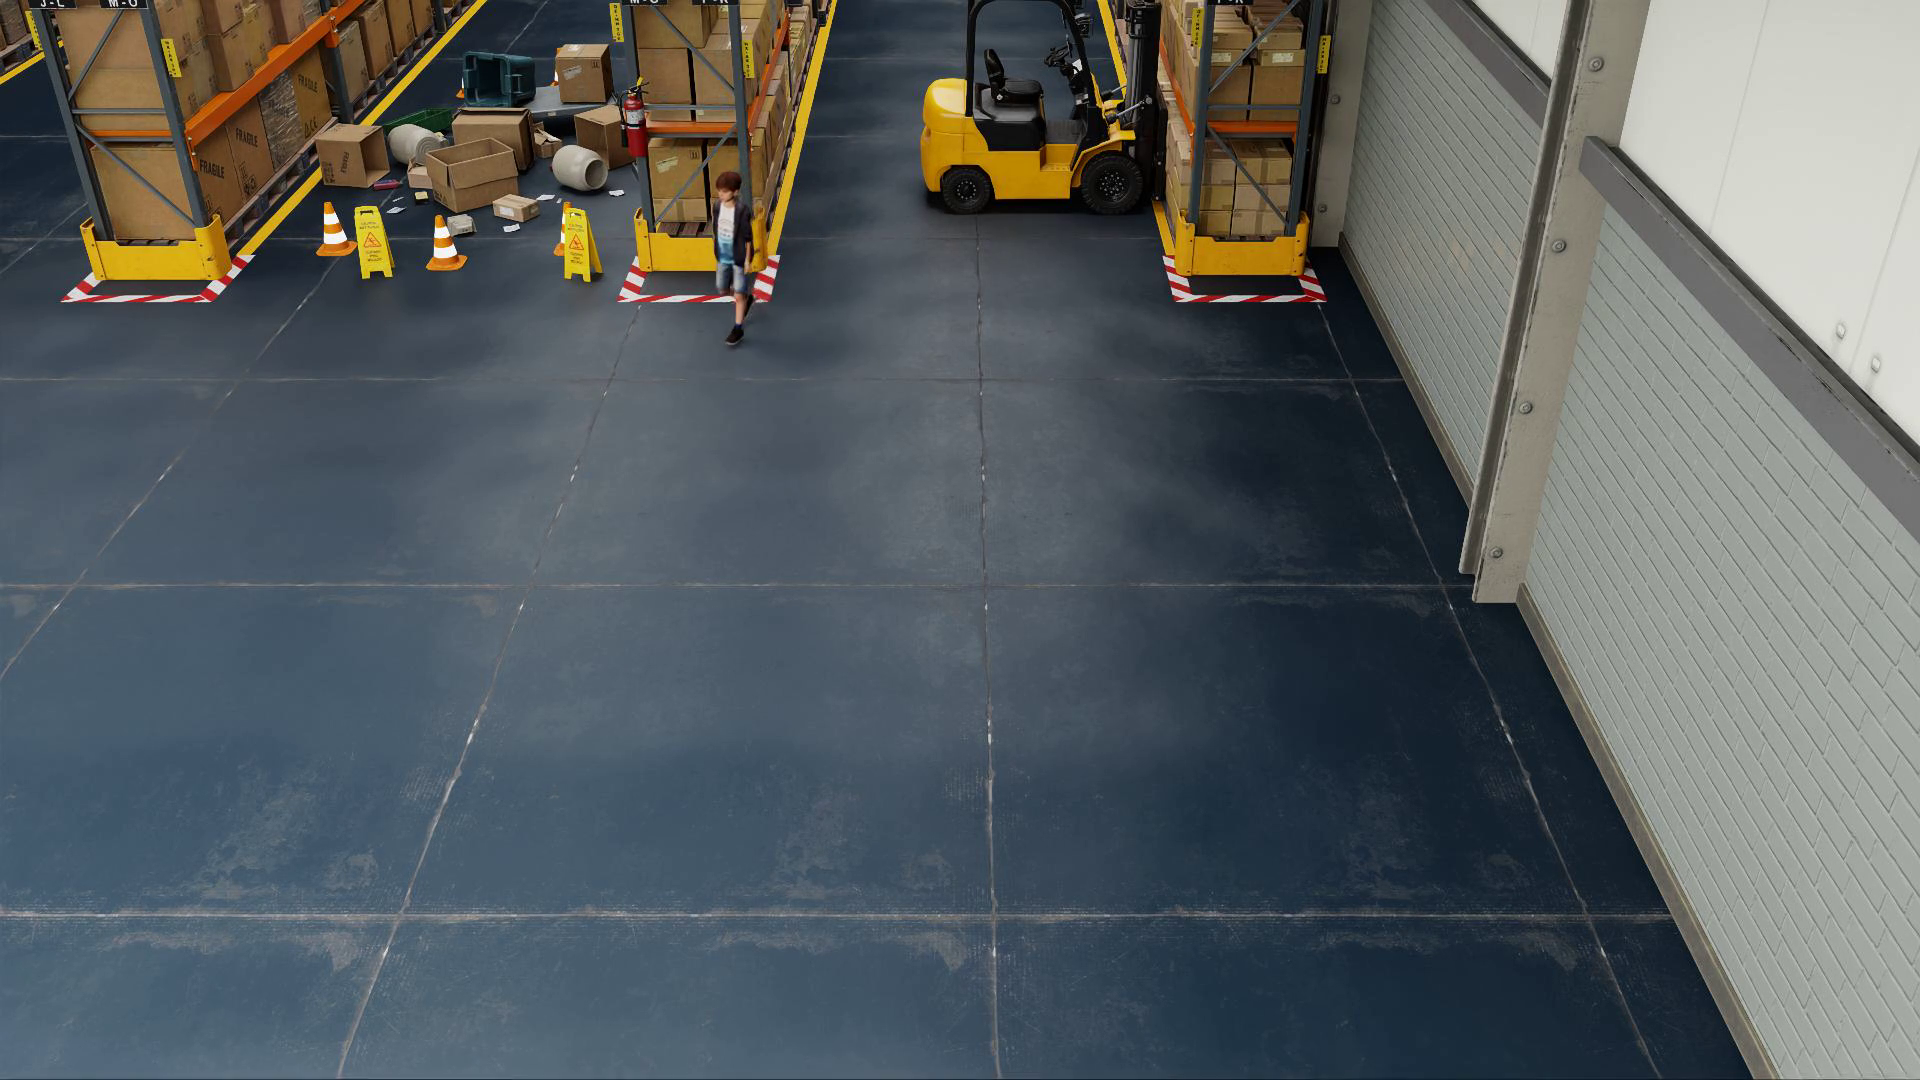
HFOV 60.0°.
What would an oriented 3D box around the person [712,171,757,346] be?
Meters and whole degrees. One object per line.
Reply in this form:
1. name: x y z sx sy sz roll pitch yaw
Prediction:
1. person: -1.855 -2.376 13.826 0.744 1.436 0.879 16 36 23
